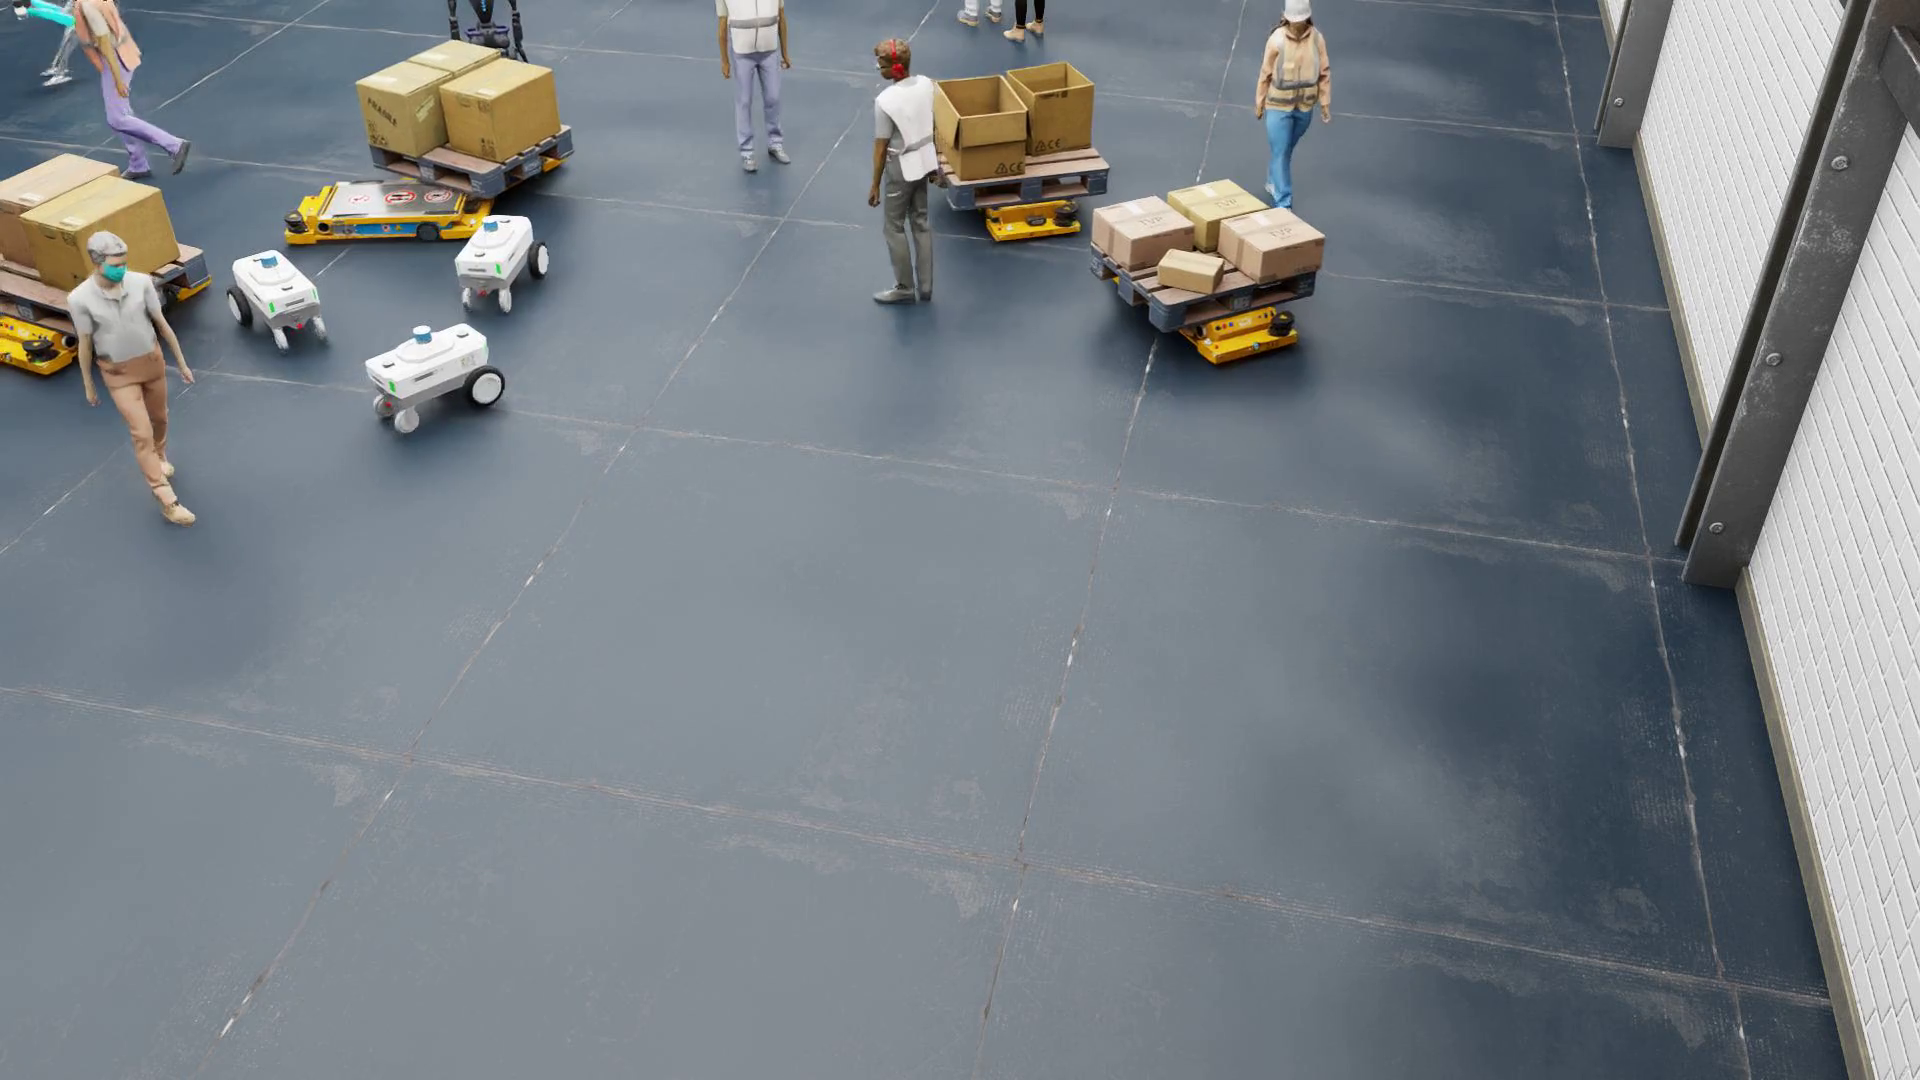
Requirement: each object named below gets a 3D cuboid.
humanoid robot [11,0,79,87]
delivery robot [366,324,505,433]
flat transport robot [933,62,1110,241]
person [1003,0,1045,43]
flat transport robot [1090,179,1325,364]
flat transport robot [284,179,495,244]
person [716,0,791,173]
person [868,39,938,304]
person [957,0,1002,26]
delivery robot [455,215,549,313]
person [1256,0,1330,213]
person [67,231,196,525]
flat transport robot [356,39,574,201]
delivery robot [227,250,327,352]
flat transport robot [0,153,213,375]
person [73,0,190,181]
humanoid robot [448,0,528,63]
[{"bbox_3d":[-7.917,-4.761,14.253,0.735,1.676,0.533,-18,40,-22],"label":"humanoid robot"},{"bbox_3d":[-3.284,-1.059,10.411,0.792,0.611,0.499,-30,46,-34],"label":"delivery robot"},{"bbox_3d":[0.397,-2.720,12.858,0.659,0.231,1.431,-9,38,-12],"label":"flat transport robot"},{"bbox_3d":[0.608,-5.472,15.344,0.540,1.698,0.316,-28,45,-32],"label":"person"},{"bbox_3d":[1.645,-1.677,11.463,0.659,0.231,1.431,-16,40,-21],"label":"flat transport robot"},{"bbox_3d":[-4.284,-2.477,12.534,1.431,0.231,0.659,-3,37,-3],"label":"flat transport robot"},{"bbox_3d":[-1.609,-3.819,13.014,0.565,1.844,0.394,-16,40,-20],"label":"person"},{"bbox_3d":[-0.358,-2.466,11.219,0.410,1.823,0.628,21,42,25],"label":"person"},{"bbox_3d":[0.213,-5.809,15.650,0.608,1.884,0.351,-15,39,-19],"label":"person"},{"bbox_3d":[-3.236,-1.977,11.632,0.499,0.603,0.803,4,37,5],"label":"delivery robot"},{"bbox_3d":[2.471,-3.214,12.333,0.494,1.678,0.850,-7,37,-10],"label":"person"},{"bbox_3d":[-4.654,-0.969,9.330,0.521,1.699,0.784,-30,46,-34],"label":"person"},{"bbox_3d":[-3.808,-2.878,13.070,0.659,0.231,1.431,19,41,23],"label":"flat transport robot"},{"bbox_3d":[-4.594,-1.661,11.192,0.499,0.582,0.773,-26,44,-30],"label":"delivery robot"},{"bbox_3d":[-5.901,-1.595,11.353,0.659,0.231,1.431,16,40,21],"label":"flat transport robot"},{"bbox_3d":[-6.468,-3.639,12.798,0.547,1.816,0.588,-13,39,-17],"label":"person"},{"bbox_3d":[-3.784,-3.943,13.315,0.598,1.650,0.344,-13,39,-16],"label":"humanoid robot"}]
